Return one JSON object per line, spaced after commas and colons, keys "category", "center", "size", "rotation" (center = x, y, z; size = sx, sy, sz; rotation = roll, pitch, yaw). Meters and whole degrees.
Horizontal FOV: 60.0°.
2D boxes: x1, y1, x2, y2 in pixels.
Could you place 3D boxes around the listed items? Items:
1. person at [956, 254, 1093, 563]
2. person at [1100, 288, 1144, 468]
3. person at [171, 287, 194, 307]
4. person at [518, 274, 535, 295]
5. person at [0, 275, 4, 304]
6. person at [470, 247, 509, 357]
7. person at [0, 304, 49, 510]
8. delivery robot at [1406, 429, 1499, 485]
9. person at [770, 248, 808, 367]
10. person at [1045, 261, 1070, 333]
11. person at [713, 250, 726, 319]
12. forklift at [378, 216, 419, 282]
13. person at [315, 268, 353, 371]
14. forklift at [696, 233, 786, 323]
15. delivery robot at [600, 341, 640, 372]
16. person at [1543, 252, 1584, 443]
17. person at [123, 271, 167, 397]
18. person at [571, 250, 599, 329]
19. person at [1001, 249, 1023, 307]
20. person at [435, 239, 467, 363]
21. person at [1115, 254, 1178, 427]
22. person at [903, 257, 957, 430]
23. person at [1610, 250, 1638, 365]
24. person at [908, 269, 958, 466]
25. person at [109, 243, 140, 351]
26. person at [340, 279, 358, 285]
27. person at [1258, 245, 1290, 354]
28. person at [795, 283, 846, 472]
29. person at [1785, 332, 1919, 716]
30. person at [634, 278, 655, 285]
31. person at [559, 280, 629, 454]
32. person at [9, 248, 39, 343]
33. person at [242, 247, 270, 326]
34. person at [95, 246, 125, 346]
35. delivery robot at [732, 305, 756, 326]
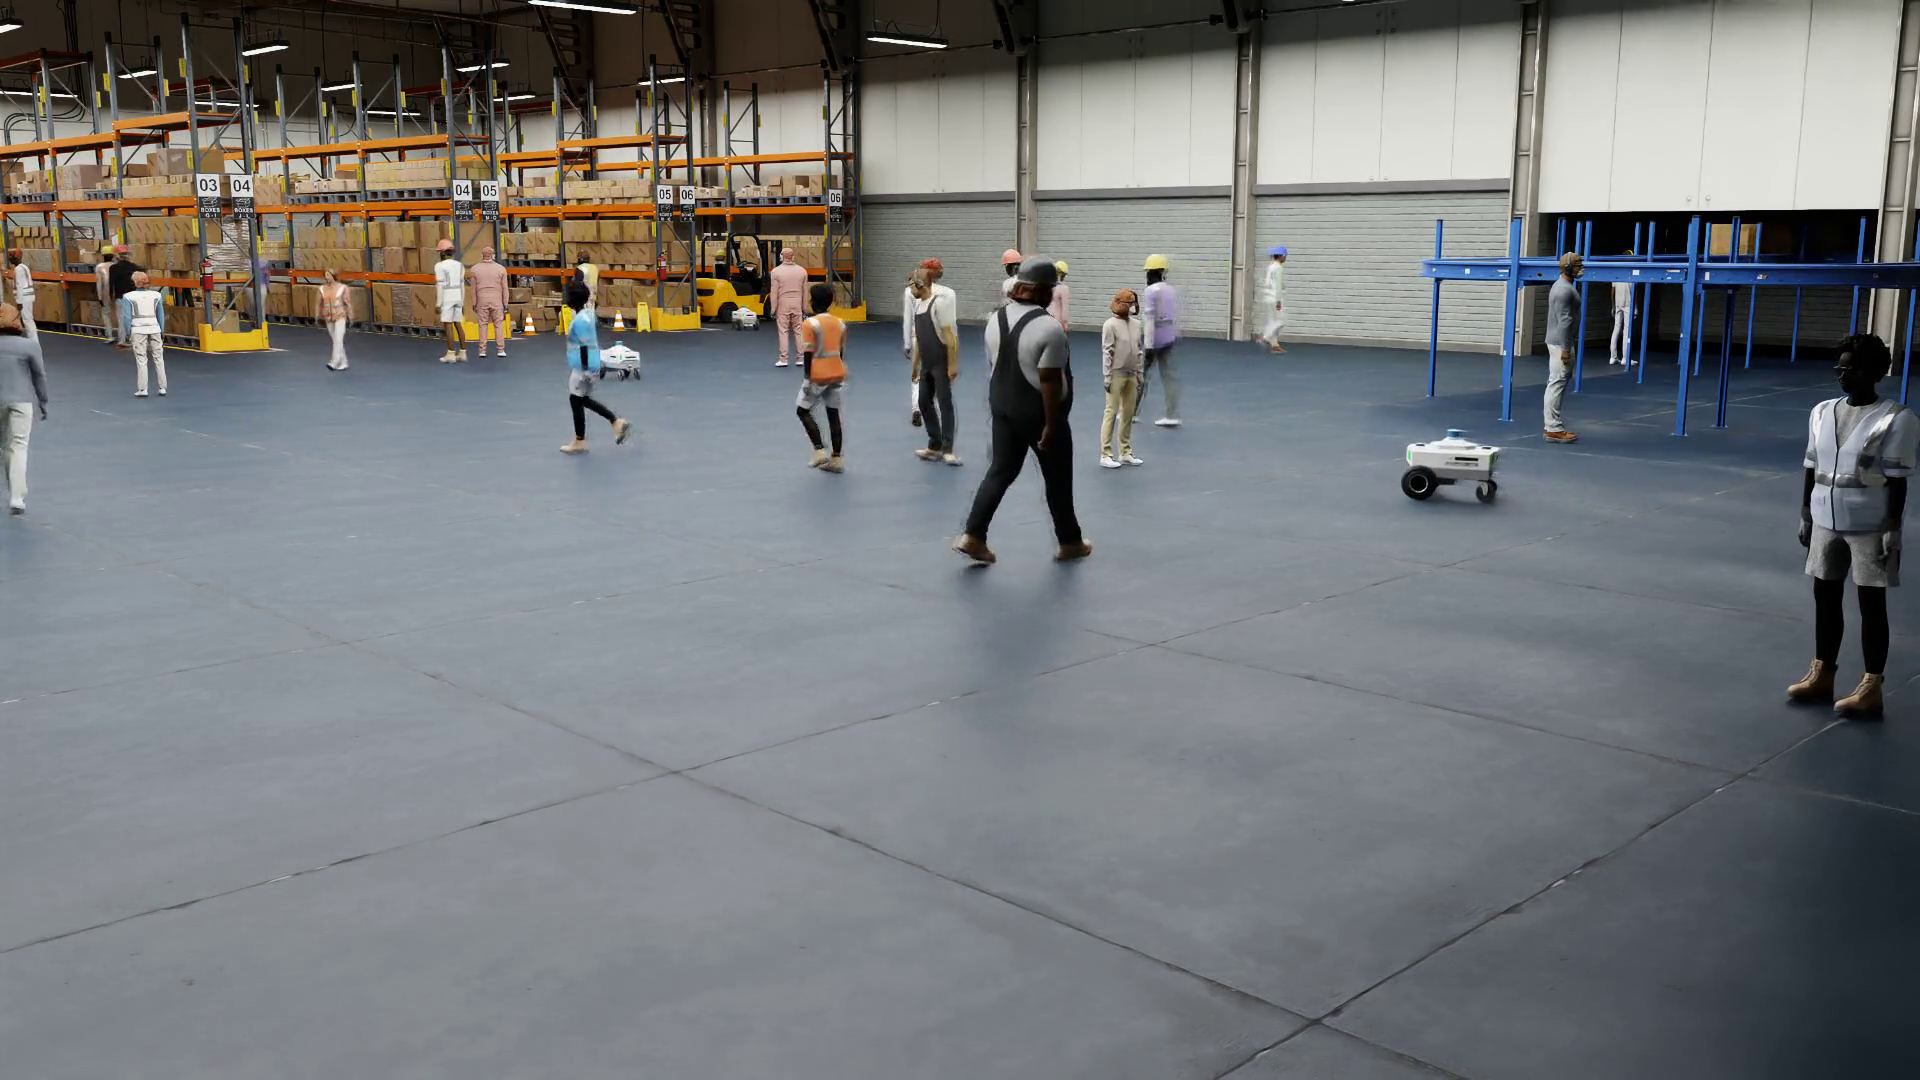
{"category": "person", "center": [0.426, -0.845, 10.749], "size": [0.989, 2.000, 0.677], "rotation": [-10, 14, -44]}
{"category": "person", "center": [1.492, -1.487, 15.270], "size": [0.499, 1.629, 0.265], "rotation": [-9, 14, -41]}
{"category": "person", "center": [-18.842, -6.226, 40.319], "size": [0.370, 1.915, 0.597], "rotation": [7, 12, 32]}
{"category": "person", "center": [-12.510, -7.636, 47.948], "size": [0.544, 1.939, 0.354], "rotation": [-8, 13, -37]}
{"category": "person", "center": [-18.977, -4.681, 32.410], "size": [0.679, 1.747, 0.535], "rotation": [10, 14, 42]}
{"category": "person", "center": [-8.197, -4.144, 29.018], "size": [0.642, 1.901, 0.404], "rotation": [-2, 11, -13]}
{"category": "person", "center": [-7.399, -1.045, 12.975], "size": [0.509, 1.576, 0.875], "rotation": [-4, 11, -20]}
{"category": "delivery robot", "center": [4.003, -0.654, 13.511], "size": [0.707, 0.478, 0.477], "rotation": [4, 11, 21]}
{"category": "person", "center": [-2.783, -3.763, 26.914], "size": [0.652, 1.906, 0.402], "rotation": [-6, 12, -29]}
{"category": "person", "center": [1.341, -3.166, 24.108], "size": [0.563, 1.727, 0.495], "rotation": [10, 14, 42]}
{"category": "person", "center": [-6.061, -6.472, 42.136], "size": [0.313, 1.741, 0.487], "rotation": [-9, 14, -41]}
{"category": "forklift", "center": [-17.868, -9.201, 54.028], "size": [1.873, 2.768, 1.129], "rotation": [-10, 14, -44]}
{"category": "person", "center": [-9.773, -3.421, 25.887], "size": [0.545, 1.586, 0.866], "rotation": [2, 11, 8]}
{"category": "forklift", "center": [-5.496, -6.489, 41.108], "size": [2.313, 2.155, 1.214], "rotation": [-10, 14, -44]}
{"category": "delivery robot", "center": [-5.055, -2.705, 24.693], "size": [0.477, 0.478, 0.707], "rotation": [-8, 13, -38]}
{"category": "person", "center": [6.231, -1.991, 17.163], "size": [0.372, 1.940, 0.632], "rotation": [3, 11, 16]}
{"category": "person", "center": [-10.726, -2.710, 21.901], "size": [0.309, 1.641, 0.512], "rotation": [10, 14, 43]}
{"category": "person", "center": [-6.945, -4.448, 30.831], "size": [0.429, 1.841, 0.642], "rotation": [4, 11, 19]}
{"category": "person", "center": [0.665, -2.637, 20.696], "size": [0.375, 1.934, 0.548], "rotation": [6, 12, 30]}
{"category": "person", "center": [-8.547, -3.997, 27.823], "size": [0.393, 2.039, 0.613], "rotation": [5, 12, 25]}
{"category": "person", "center": [2.099, -2.223, 18.550], "size": [0.915, 1.884, 0.608], "rotation": [8, 13, 38]}
{"category": "person", "center": [-0.321, -2.111, 17.990], "size": [0.596, 1.873, 0.461], "rotation": [2, 11, 12]}
{"category": "person", "center": [10.945, -3.825, 27.350], "size": [0.328, 1.872, 0.513], "rotation": [-6, 12, -30]}
{"category": "person", "center": [-0.213, -1.611, 15.489], "size": [0.348, 1.809, 0.674], "rotation": [-7, 12, -33]}
{"category": "person", "center": [-15.237, -4.443, 30.466], "size": [0.859, 1.970, 0.622], "rotation": [5, 12, 26]}
{"category": "person", "center": [-16.885, -7.240, 45.903], "size": [0.610, 1.893, 0.998], "rotation": [-9, 14, -40]}
{"category": "person", "center": [5.654, -4.301, 29.763], "size": [0.459, 1.935, 0.632], "rotation": [0, 10, 0]}
{"category": "person", "center": [-1.232, -1.452, 14.921], "size": [0.423, 1.678, 0.551], "rotation": [9, 13, 39]}
{"category": "person", "center": [3.970, -0.076, 7.403], "size": [0.321, 1.689, 0.530], "rotation": [-5, 11, -25]}
{"category": "person", "center": [-7.722, -6.239, 40.587], "size": [0.447, 1.846, 0.508], "rotation": [10, 14, 44]}
{"category": "person", "center": [-3.604, -1.694, 16.240], "size": [0.599, 1.679, 0.538], "rotation": [-1, 10, -5]}
{"category": "person", "center": [-17.025, -4.354, 30.246], "size": [0.359, 1.875, 0.586], "rotation": [-4, 11, -22]}
{"category": "person", "center": [-16.128, -5.809, 38.076], "size": [0.632, 1.915, 0.805], "rotation": [-7, 12, -33]}
{"category": "person", "center": [-16.363, -4.706, 32.069], "size": [0.661, 1.906, 0.597], "rotation": [10, 14, 43]}
{"category": "delivery robot", "center": [-4.862, -5.045, 37.455], "size": [0.477, 0.478, 0.707], "rotation": [-6, 12, -28]}
